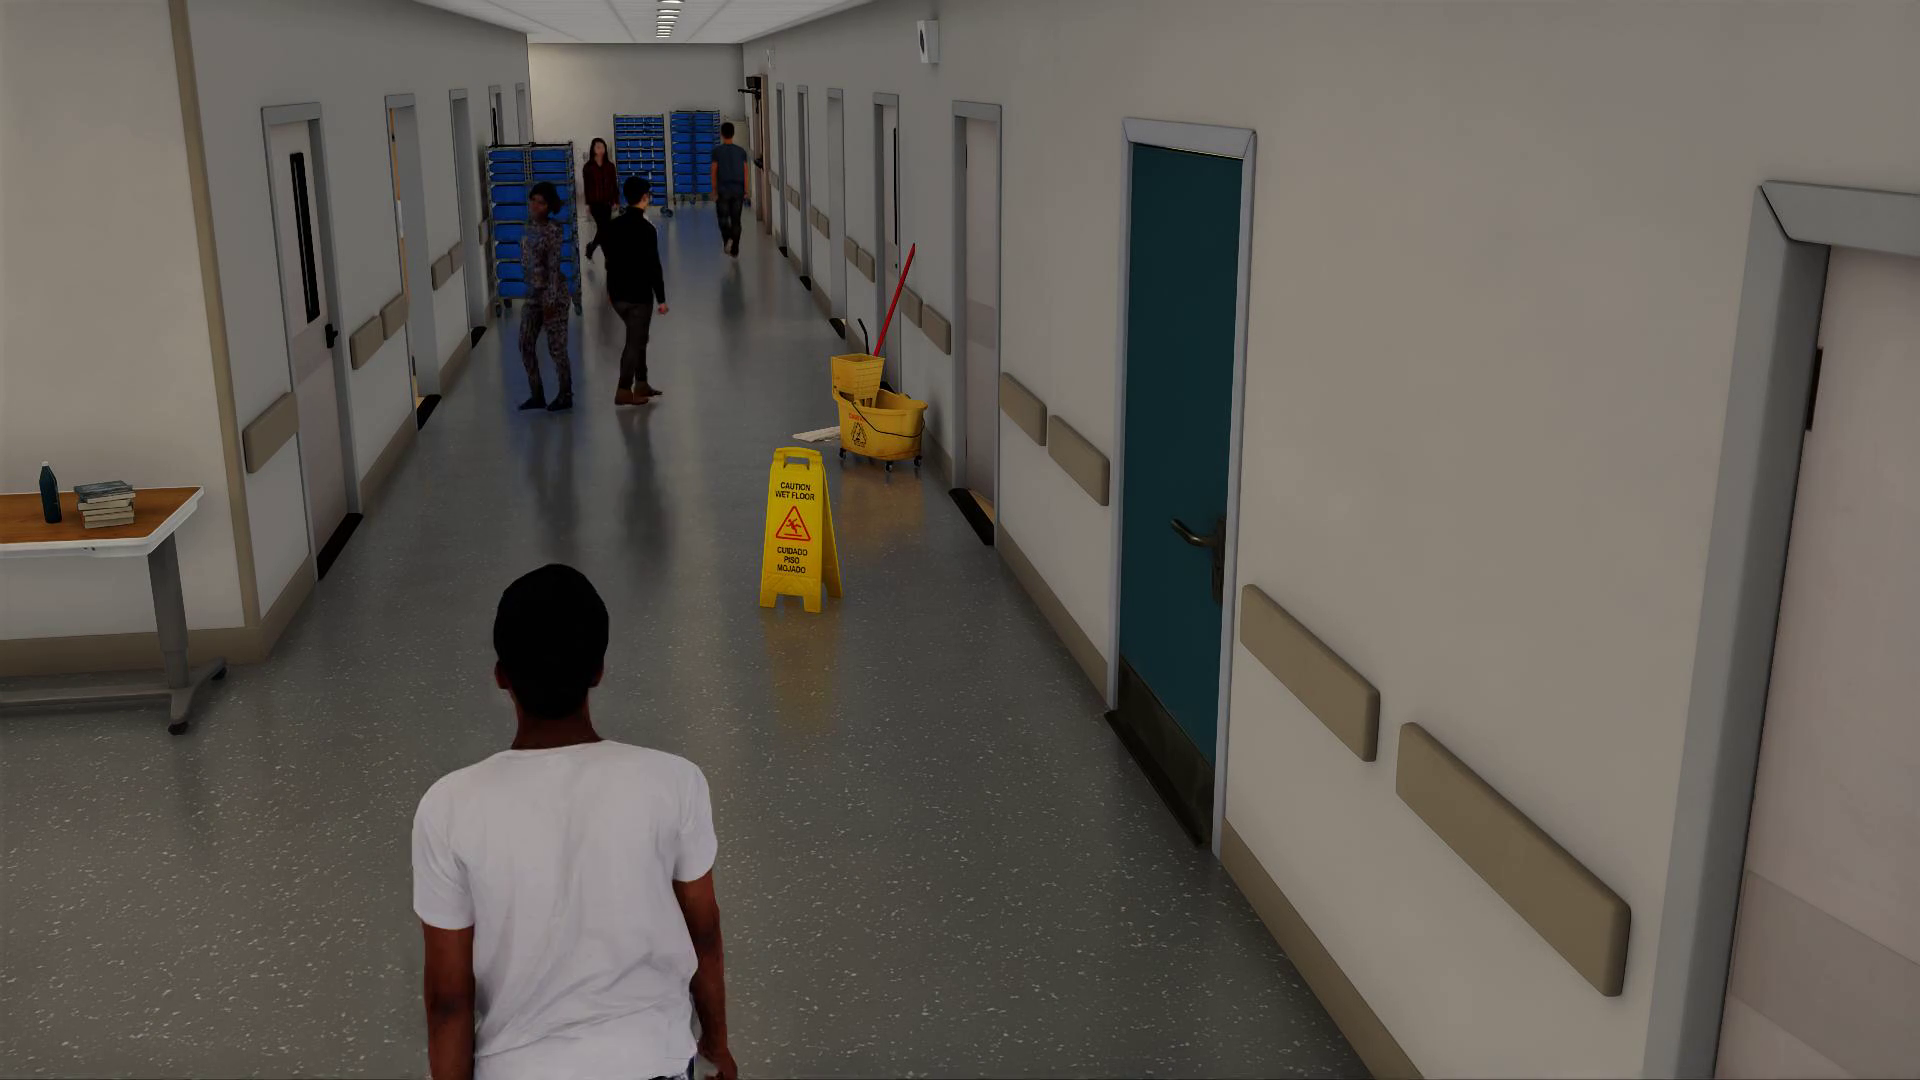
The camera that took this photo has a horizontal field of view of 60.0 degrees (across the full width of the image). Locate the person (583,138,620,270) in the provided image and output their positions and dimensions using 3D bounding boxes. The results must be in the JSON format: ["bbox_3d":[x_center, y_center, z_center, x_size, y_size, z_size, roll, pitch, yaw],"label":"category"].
[{"bbox_3d":[-4.640,-4.284,21.290,0.880,1.623,1.139,-11,19,-33],"label":"person"}]

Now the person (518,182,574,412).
[{"bbox_3d":[-3.019,-1.760,12.223,0.851,1.686,0.791,-14,21,-41],"label":"person"}]

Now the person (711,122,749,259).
[{"bbox_3d":[-3.093,-4.705,22.470,0.681,1.794,0.794,-4,16,-14],"label":"person"}]

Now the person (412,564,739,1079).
[{"bbox_3d":[-0.606,0.915,2.679,0.633,1.716,0.585,-3,16,-11],"label":"person"}]

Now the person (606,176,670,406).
[{"bbox_3d":[-2.516,-1.848,12.502,0.867,1.704,0.931,13,20,39],"label":"person"}]
